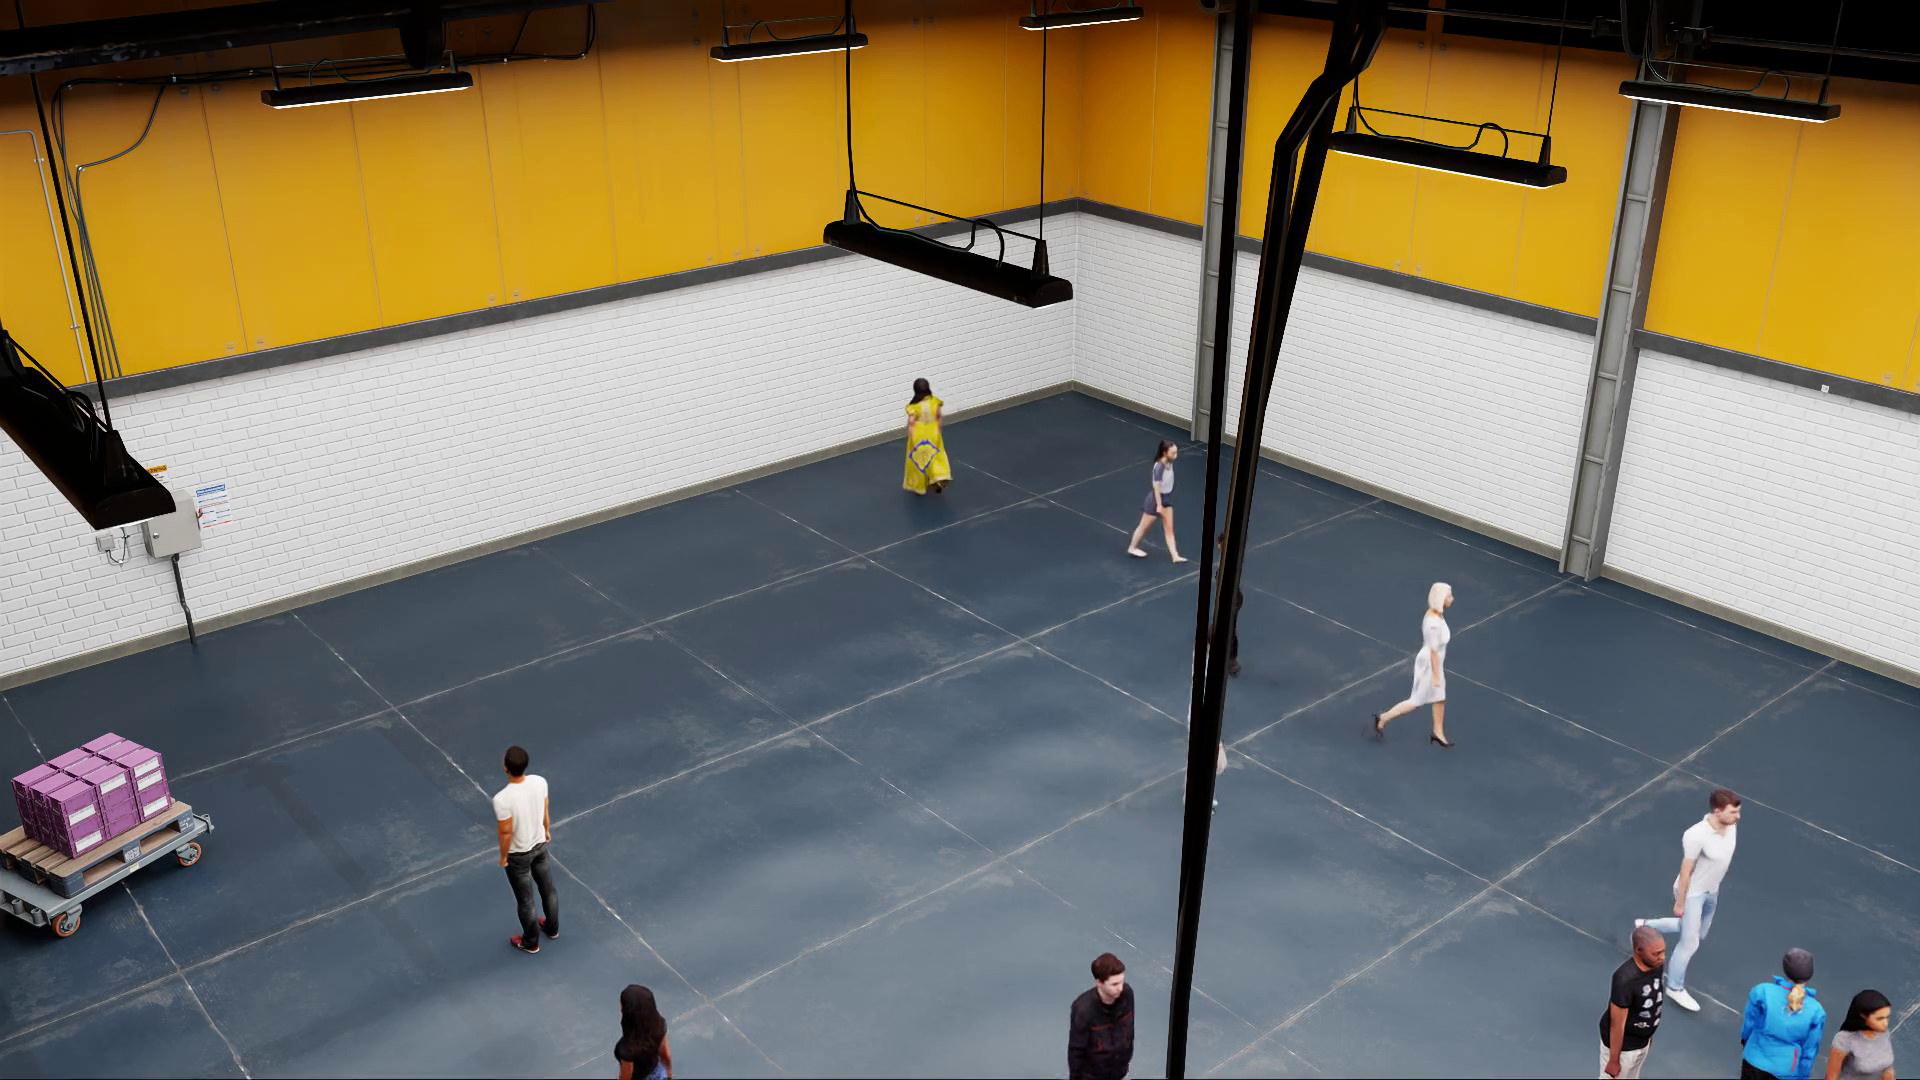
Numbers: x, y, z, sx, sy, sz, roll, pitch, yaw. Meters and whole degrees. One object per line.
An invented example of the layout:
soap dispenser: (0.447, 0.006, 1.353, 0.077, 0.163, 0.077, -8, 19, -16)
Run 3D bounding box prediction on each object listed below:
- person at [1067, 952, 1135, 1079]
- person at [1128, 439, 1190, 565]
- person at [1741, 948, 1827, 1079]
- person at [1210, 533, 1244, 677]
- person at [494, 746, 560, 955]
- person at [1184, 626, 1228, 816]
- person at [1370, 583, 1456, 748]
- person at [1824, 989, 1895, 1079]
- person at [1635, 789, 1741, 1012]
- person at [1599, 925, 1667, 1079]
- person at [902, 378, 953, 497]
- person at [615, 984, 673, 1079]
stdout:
person: (0.843, 3.409, 10.732, 0.757, 1.913, 0.851, -15, 28, -31)
person: (2.307, -0.462, 19.993, 1.103, 1.588, 0.765, 14, 27, 29)
person: (5.225, 3.479, 10.753, 1.118, 1.767, 0.920, 14, 27, 28)
person: (2.886, 0.682, 17.323, 0.740, 1.632, 0.698, 7, 25, 16)
person: (-3.421, 2.421, 13.129, 0.614, 1.805, 0.684, 16, 28, 33)
person: (2.124, 1.599, 14.955, 0.843, 1.846, 0.827, 6, 24, 14)
person: (4.416, 1.224, 15.971, 1.126, 1.721, 0.917, 8, 25, 18)
person: (5.580, 3.564, 10.607, 0.814, 1.729, 1.163, -10, 25, -21)
person: (5.503, 2.633, 12.619, 0.750, 1.825, 1.030, -13, 27, -27)
person: (4.434, 3.321, 11.068, 0.664, 1.804, 0.574, -20, 30, -38)
person: (-0.433, -1.321, 21.886, 0.893, 1.646, 1.028, -9, 25, -19)
person: (-1.911, 3.586, 10.558, 0.691, 1.728, 0.663, 10, 25, 21)
